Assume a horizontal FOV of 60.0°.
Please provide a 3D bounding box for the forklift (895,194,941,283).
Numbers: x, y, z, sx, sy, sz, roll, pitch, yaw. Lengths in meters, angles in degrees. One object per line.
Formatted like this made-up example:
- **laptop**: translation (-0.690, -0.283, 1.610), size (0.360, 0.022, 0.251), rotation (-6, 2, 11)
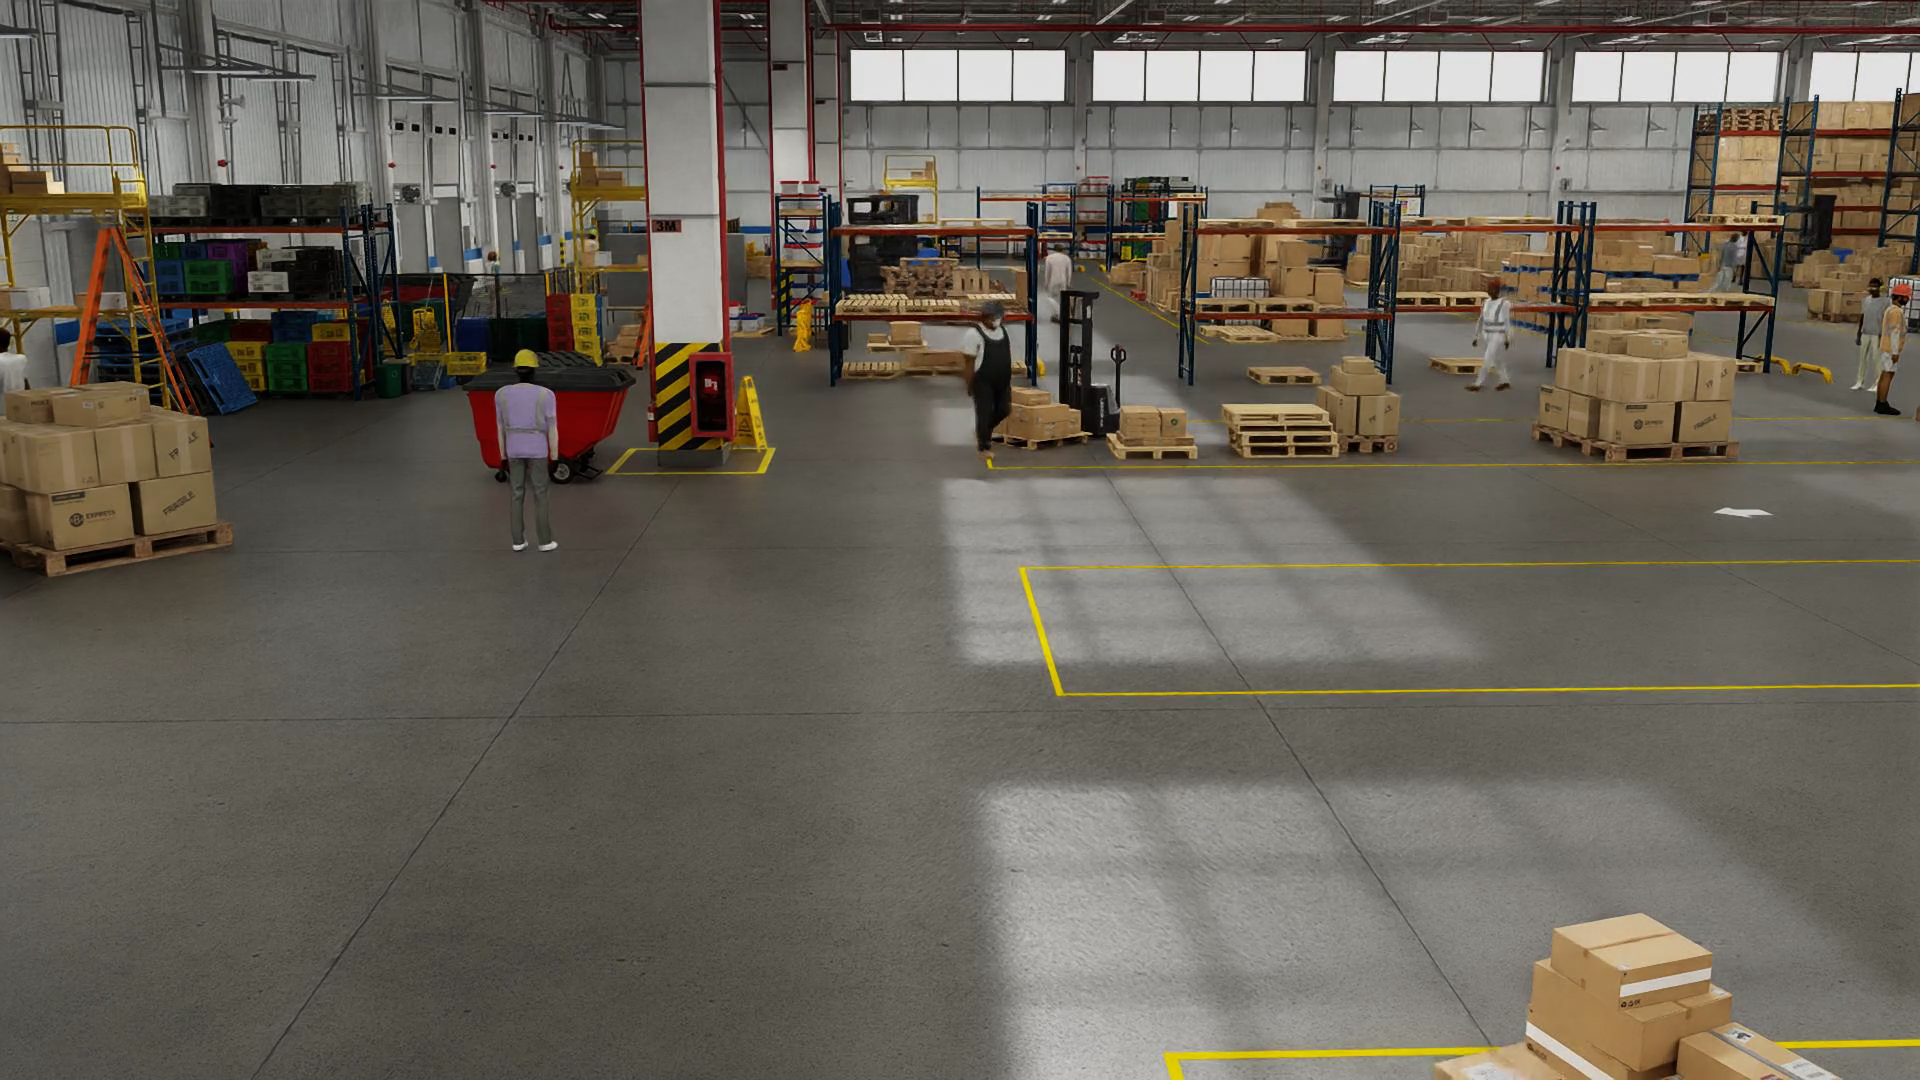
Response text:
- **forklift**: translation (-1.654, -9.747, 53.729), size (1.873, 2.768, 1.129), rotation (-7, 14, -28)

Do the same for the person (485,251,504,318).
- **person**: translation (-11.472, -6.268, 40.869), size (0.517, 1.633, 0.313), rotation (11, 17, 41)

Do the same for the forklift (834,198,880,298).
- **forklift**: translation (-2.746, -8.345, 47.400), size (1.129, 2.768, 1.873), rotation (-8, 15, -33)

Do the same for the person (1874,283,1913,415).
- **person**: translation (13.827, -2.829, 24.635), size (0.350, 1.941, 0.545), rotation (5, 13, 20)

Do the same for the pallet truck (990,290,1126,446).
- **pallet truck**: translation (1.257, -2.299, 22.111), size (1.885, 1.965, 0.823), rotation (-9, 15, -35)

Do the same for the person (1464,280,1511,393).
- **person**: translation (8.643, -3.301, 27.038), size (1.011, 1.831, 0.589), rotation (-6, 14, -24)

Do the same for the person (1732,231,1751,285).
- **person**: translation (24.760, -9.022, 52.621), size (0.563, 1.927, 0.424), rotation (0, 12, -1)

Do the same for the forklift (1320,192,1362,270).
- **forklift**: translation (14.084, -11.104, 59.855), size (1.873, 2.768, 1.129), rotation (0, 12, -2)

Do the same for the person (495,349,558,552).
- **person**: translation (-4.070, -0.840, 15.716), size (0.581, 1.919, 0.400), rotation (0, 12, 1)

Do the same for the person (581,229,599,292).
- **person**: translation (-10.984, -8.289, 49.403), size (0.649, 1.885, 0.500), rotation (5, 14, 22)

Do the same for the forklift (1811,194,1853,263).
- **forklift**: translation (27.836, -9.748, 53.733), size (1.873, 2.768, 1.129), rotation (1, 13, 4)

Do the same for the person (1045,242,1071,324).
- **person**: translation (2.305, -6.077, 39.333), size (0.660, 1.920, 0.550), rotation (-3, 13, -12)

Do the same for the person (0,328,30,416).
- **person**: translation (-10.573, -1.436, 18.518), size (0.323, 1.865, 0.518), rotation (5, 13, 21)

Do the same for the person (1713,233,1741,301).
- **person**: translation (21.261, -7.550, 46.051), size (0.495, 1.898, 0.666), rotation (-1, 13, -6)

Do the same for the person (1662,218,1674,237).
- **person**: translation (23.840, -9.871, 56.300), size (0.609, 1.996, 0.379), rotation (-1, 13, -5)

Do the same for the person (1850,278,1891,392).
- **person**: translation (14.920, -3.357, 27.213), size (0.325, 1.860, 0.511), rotation (-6, 14, -27)

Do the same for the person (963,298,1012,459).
- **person**: translation (0.374, -2.038, 20.833), size (0.699, 2.000, 0.592), rotation (-10, 16, -39)
